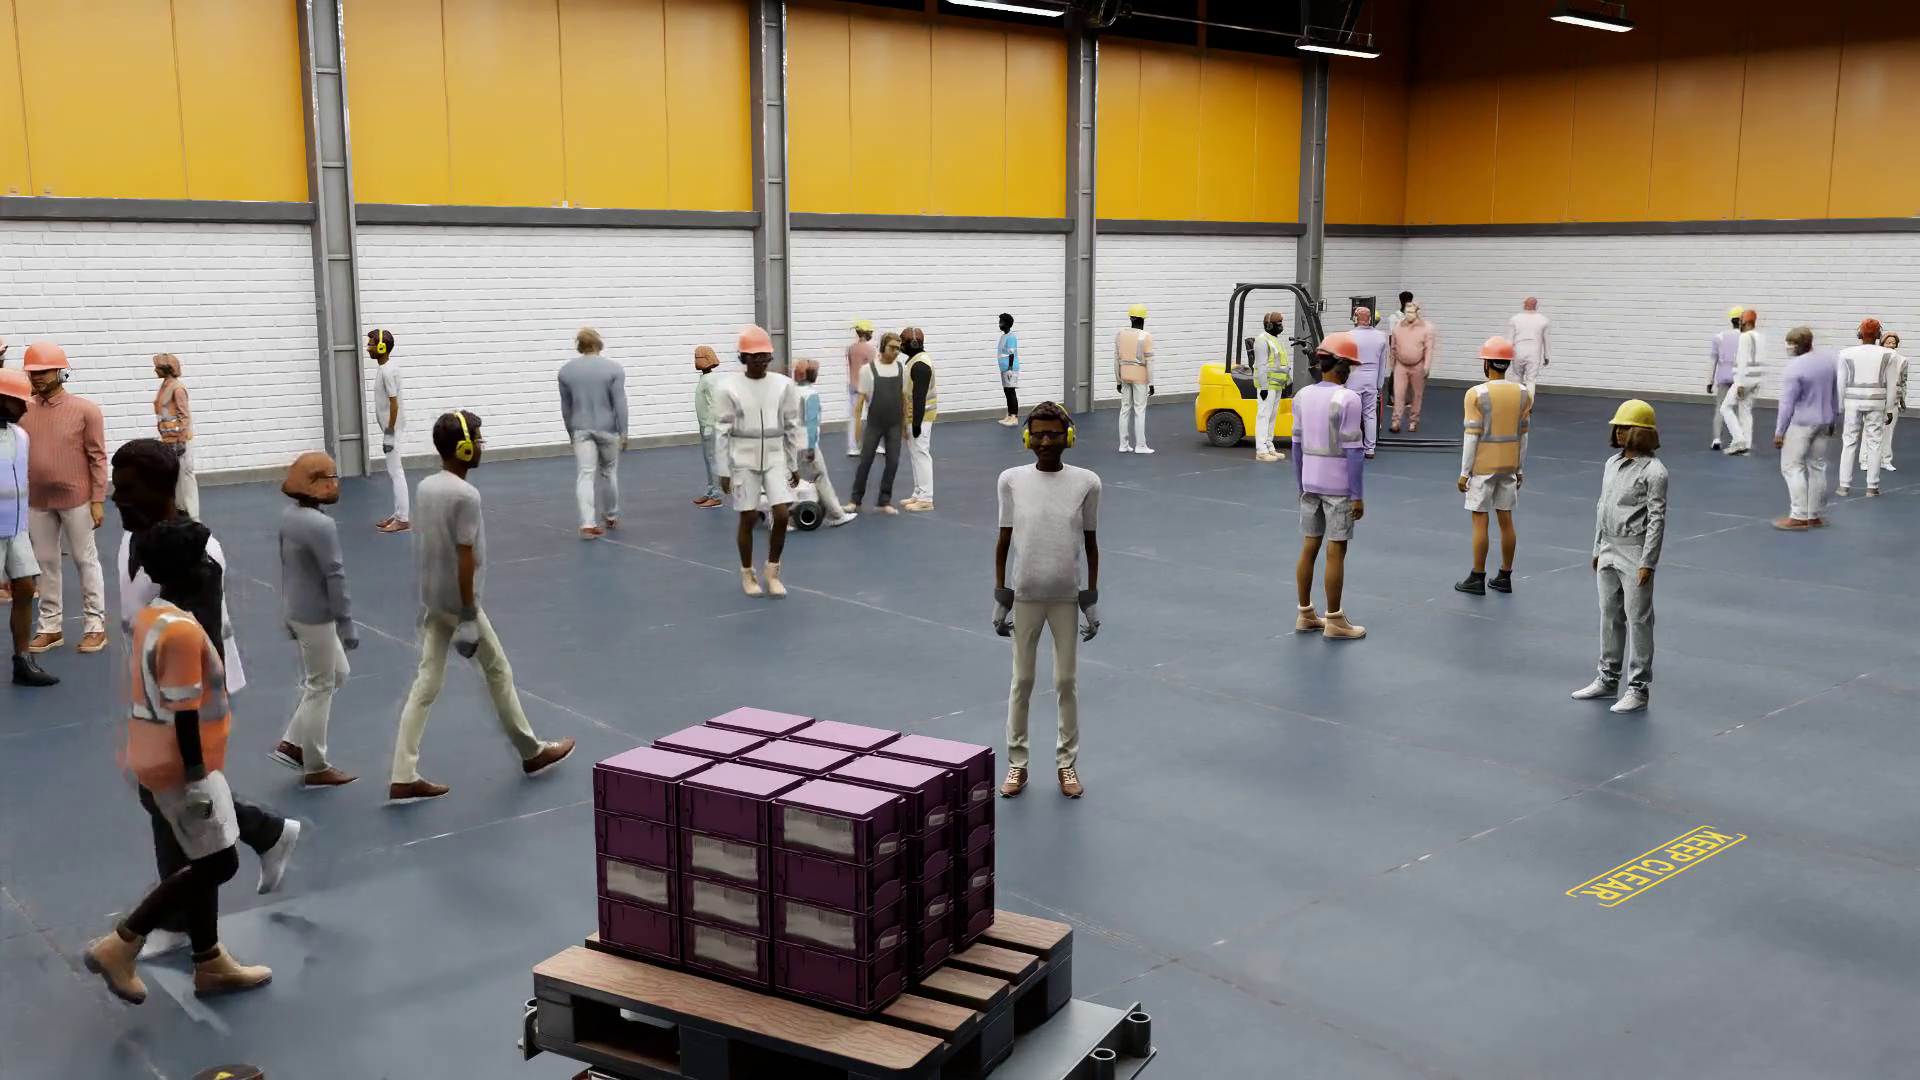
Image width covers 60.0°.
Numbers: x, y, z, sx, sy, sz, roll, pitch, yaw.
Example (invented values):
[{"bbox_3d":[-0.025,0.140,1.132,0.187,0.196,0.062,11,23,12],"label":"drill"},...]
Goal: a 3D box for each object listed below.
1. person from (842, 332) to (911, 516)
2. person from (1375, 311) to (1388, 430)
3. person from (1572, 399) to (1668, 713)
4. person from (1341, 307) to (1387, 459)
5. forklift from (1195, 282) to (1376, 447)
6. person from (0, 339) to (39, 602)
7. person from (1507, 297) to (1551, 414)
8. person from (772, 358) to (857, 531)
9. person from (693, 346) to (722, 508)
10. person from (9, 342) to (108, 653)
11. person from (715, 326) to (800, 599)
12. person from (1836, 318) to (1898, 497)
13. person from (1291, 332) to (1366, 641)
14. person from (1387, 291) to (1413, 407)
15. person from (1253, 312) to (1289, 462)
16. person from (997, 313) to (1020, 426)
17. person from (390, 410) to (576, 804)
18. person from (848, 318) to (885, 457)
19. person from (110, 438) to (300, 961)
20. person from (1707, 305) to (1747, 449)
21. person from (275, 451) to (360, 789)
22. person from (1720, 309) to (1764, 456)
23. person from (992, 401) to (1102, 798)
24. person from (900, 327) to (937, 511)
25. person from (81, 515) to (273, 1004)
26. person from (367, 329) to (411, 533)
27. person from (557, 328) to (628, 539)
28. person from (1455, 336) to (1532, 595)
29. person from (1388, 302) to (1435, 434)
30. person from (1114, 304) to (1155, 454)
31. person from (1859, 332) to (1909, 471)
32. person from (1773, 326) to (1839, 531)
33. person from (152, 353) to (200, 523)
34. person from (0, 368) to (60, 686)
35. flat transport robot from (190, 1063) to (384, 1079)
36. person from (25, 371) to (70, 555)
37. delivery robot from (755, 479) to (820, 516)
[{"bbox_3d":[-0.803,-1.121,16.221,0.661,1.811,0.456,-4,10,-21],"label":"person"},{"bbox_3d":[5.968,-2.474,24.234,0.534,1.766,0.319,-4,10,-20],"label":"person"},{"bbox_3d":[3.713,0.087,9.298,0.288,1.746,0.487,-3,10,-18],"label":"person"},{"bbox_3d":[4.996,-1.953,20.799,0.643,1.903,0.401,-3,10,-18],"label":"person"},{"bbox_3d":[4.328,-2.346,22.227,2.313,2.155,1.214,3,10,16],"label":"forklift"},{"bbox_3d":[-7.069,-0.542,12.275,0.398,1.984,0.609,-5,11,-25],"label":"person"},{"bbox_3d":[9.254,-3.010,27.085,0.684,1.857,0.978,3,10,19],"label":"person"},{"bbox_3d":[-1.395,-0.875,15.353,0.852,1.592,0.529,-7,12,-36],"label":"person"},{"bbox_3d":[-2.565,-1.146,16.840,0.280,1.633,0.500,-3,10,-16],"label":"person"},{"bbox_3d":[-5.765,-0.267,10.637,0.609,1.995,0.376,0,10,-1],"label":"person"},{"bbox_3d":[-1.466,-0.555,12.239,0.657,2.019,0.638,-4,10,-21],"label":"person"},{"bbox_3d":[9.541,-1.391,17.548,0.573,1.883,0.356,5,11,28],"label":"person"},{"bbox_3d":[2.462,-0.355,11.031,0.381,2.037,0.606,-6,11,-31],"label":"person"},{"bbox_3d":[7.420,-3.193,27.903,0.609,1.956,0.400,-7,12,-35],"label":"person"},{"bbox_3d":[3.871,-1.904,20.673,0.429,1.844,0.622,5,11,28],"label":"person"},{"bbox_3d":[0.718,-2.554,24.922,0.321,1.690,0.536,-2,10,-14],"label":"person"},{"bbox_3d":[-2.327,0.297,7.850,0.548,1.815,0.965,9,13,42],"label":"person"},{"bbox_3d":[-1.180,-1.933,21.102,0.662,1.743,0.545,-9,13,-44],"label":"person"},{"bbox_3d":[-2.802,0.558,6.092,0.606,1.897,0.667,9,13,42],"label":"person"},{"bbox_3d":[10.147,-2.130,21.862,0.621,1.925,0.699,6,11,32],"label":"person"},{"bbox_3d":[-3.041,0.385,7.923,0.344,1.625,0.515,-7,12,-37],"label":"person"},{"bbox_3d":[9.924,-1.993,21.120,0.458,1.864,0.626,10,14,44],"label":"person"},{"bbox_3d":[0.406,0.281,7.794,0.513,1.872,0.328,0,10,2],"label":"person"},{"bbox_3d":[-0.448,-1.209,16.645,0.430,1.835,0.622,-1,10,-8],"label":"person"},{"bbox_3d":[-2.651,0.757,5.564,0.486,1.668,0.545,-6,11,-30],"label":"person"},{"bbox_3d":[-5.260,-1.001,15.299,0.333,1.872,0.515,-3,10,-18],"label":"person"},{"bbox_3d":[-3.314,-0.972,15.103,0.647,1.885,0.962,0,10,0],"label":"person"},{"bbox_3d":[3.983,-0.552,12.474,0.550,1.937,0.357,-3,10,-17],"label":"person"},{"bbox_3d":[6.419,-2.447,23.759,0.644,1.869,0.864,4,11,23],"label":"person"},{"bbox_3d":[2.253,-2.065,21.358,0.594,1.926,0.366,8,13,40],"label":"person"},{"bbox_3d":[10.912,-1.631,19.660,0.522,1.640,0.306,1,10,4],"label":"person"},{"bbox_3d":[7.871,-1.029,15.420,0.730,1.897,0.366,-4,11,-24],"label":"person"},{"bbox_3d":[-7.323,-0.924,15.533,0.315,1.636,0.514,-9,13,-42],"label":"person"},{"bbox_3d":[-5.758,-0.073,9.825,0.800,1.885,0.581,2,10,11],"label":"person"},{"bbox_3d":[-1.796,1.708,4.111,0.652,0.197,1.431,-1,10,-5],"label":"flat transport robot"},{"bbox_3d":[-7.674,-0.642,13.891,0.278,1.631,0.507,-2,10,-11],"label":"person"},{"bbox_3d":[-1.636,-0.431,15.533,0.707,0.478,0.477,0,10,0],"label":"delivery robot"}]
